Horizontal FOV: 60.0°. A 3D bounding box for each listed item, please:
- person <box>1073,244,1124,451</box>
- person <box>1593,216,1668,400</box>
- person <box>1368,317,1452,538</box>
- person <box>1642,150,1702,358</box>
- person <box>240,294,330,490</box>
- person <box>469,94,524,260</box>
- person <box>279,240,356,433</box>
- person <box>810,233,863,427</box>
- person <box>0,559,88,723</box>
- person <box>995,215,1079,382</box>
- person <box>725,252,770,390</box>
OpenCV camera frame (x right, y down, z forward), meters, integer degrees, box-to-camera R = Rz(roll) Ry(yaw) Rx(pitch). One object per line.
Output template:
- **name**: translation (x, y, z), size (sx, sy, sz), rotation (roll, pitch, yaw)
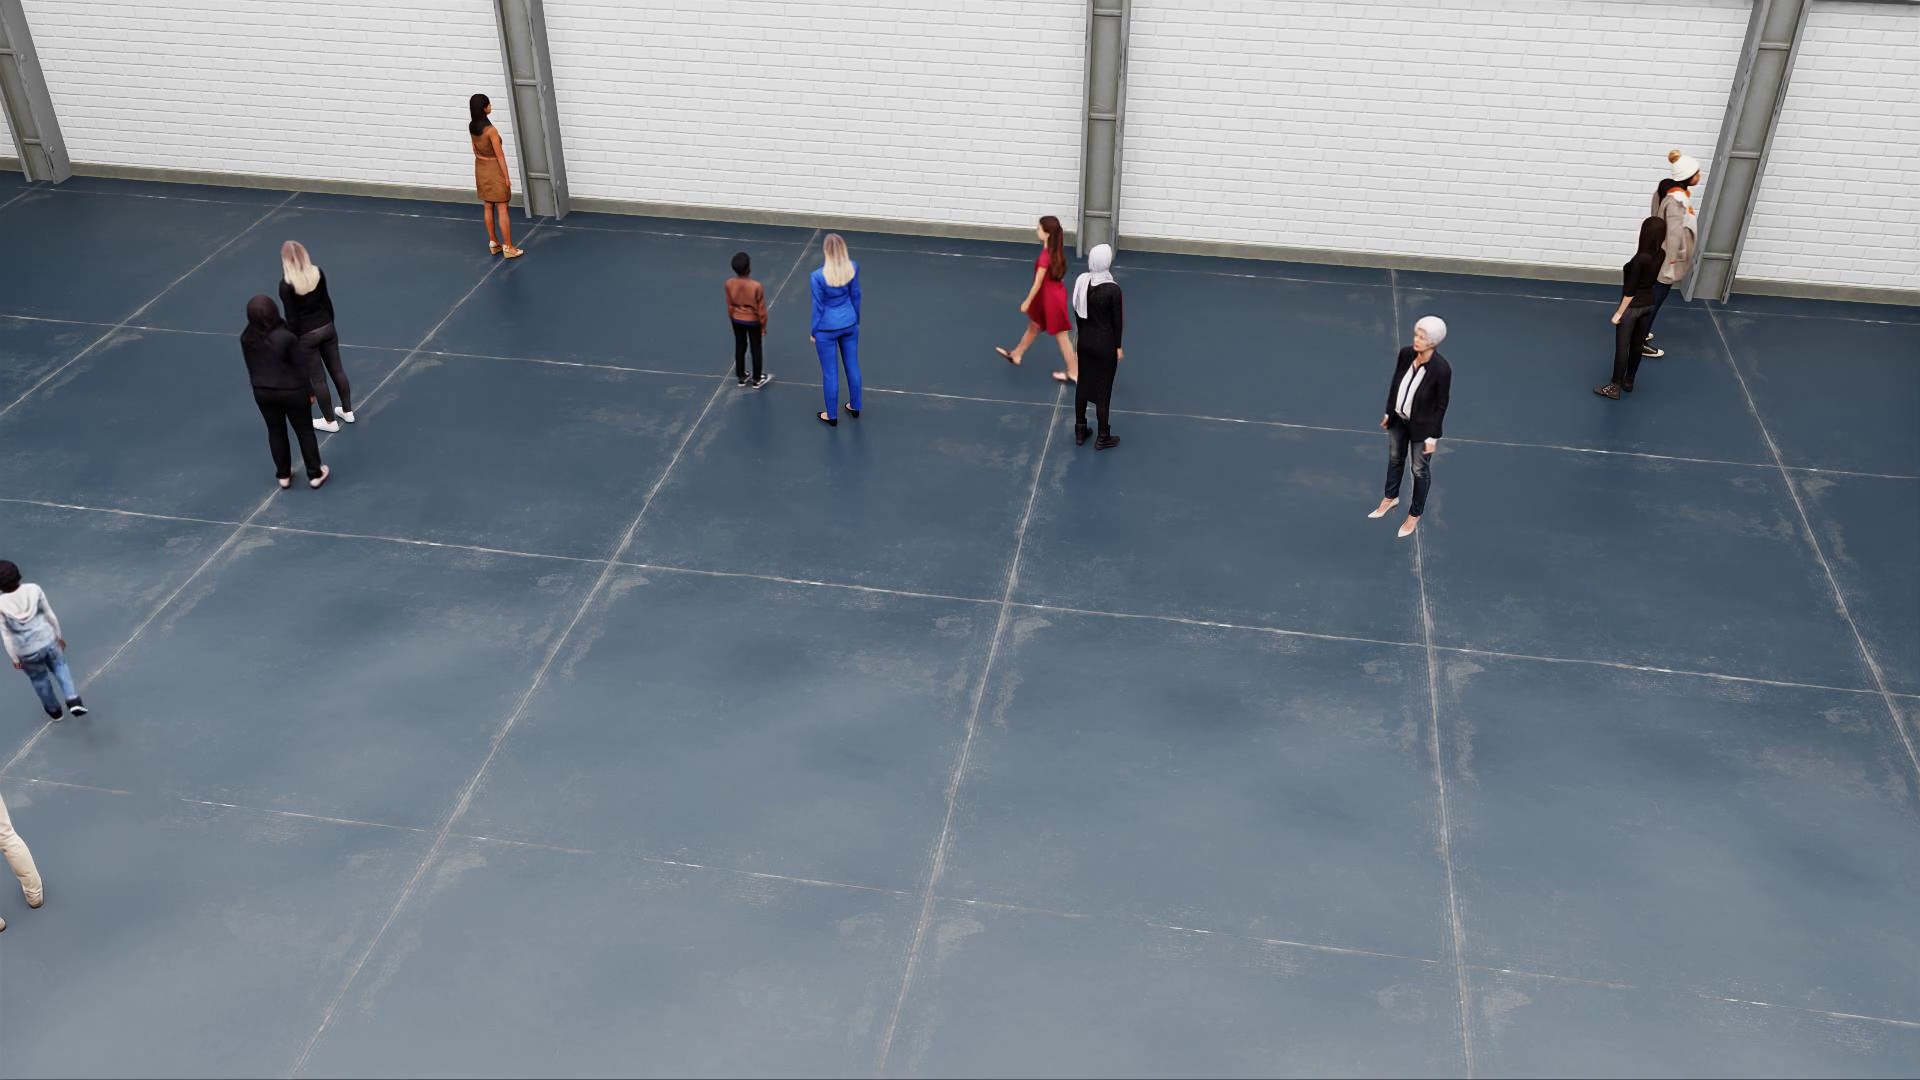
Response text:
- **person**: translation (1.114, -1.562, 13.510), size (0.621, 1.780, 0.741), rotation (23, 40, 30)
- **person**: translation (5.817, -1.999, 14.292), size (0.633, 1.642, 0.689), rotation (-22, 39, -29)
- **person**: translation (3.283, -0.862, 12.026), size (0.796, 1.781, 0.836), rotation (-20, 38, -27)
- **person**: translation (6.307, -2.597, 14.969), size (0.681, 1.887, 0.706), rotation (3, 34, 4)
- **person**: translation (-5.320, -1.152, 13.046), size (0.613, 1.611, 0.736), rotation (0, 34, 0)
- **person**: translation (-4.716, -3.666, 16.760), size (0.579, 1.685, 0.693), rotation (22, 40, 30)
- **person**: translation (-5.346, -1.689, 13.786), size (0.672, 1.686, 0.682), rotation (21, 39, 28)
- **person**: translation (-1.023, -1.762, 13.882), size (0.695, 1.701, 0.760), rotation (-20, 39, -27)
- **person**: translation (-5.892, 0.671, 10.624), size (0.749, 1.255, 0.661), rotation (28, 43, 35)
- **person**: translation (0.863, -2.060, 14.506), size (1.080, 1.507, 0.645), rotation (11, 35, 16)
- **person**: translation (-1.868, -1.916, 14.518), size (0.440, 1.254, 0.600), rotation (10, 35, 15)
